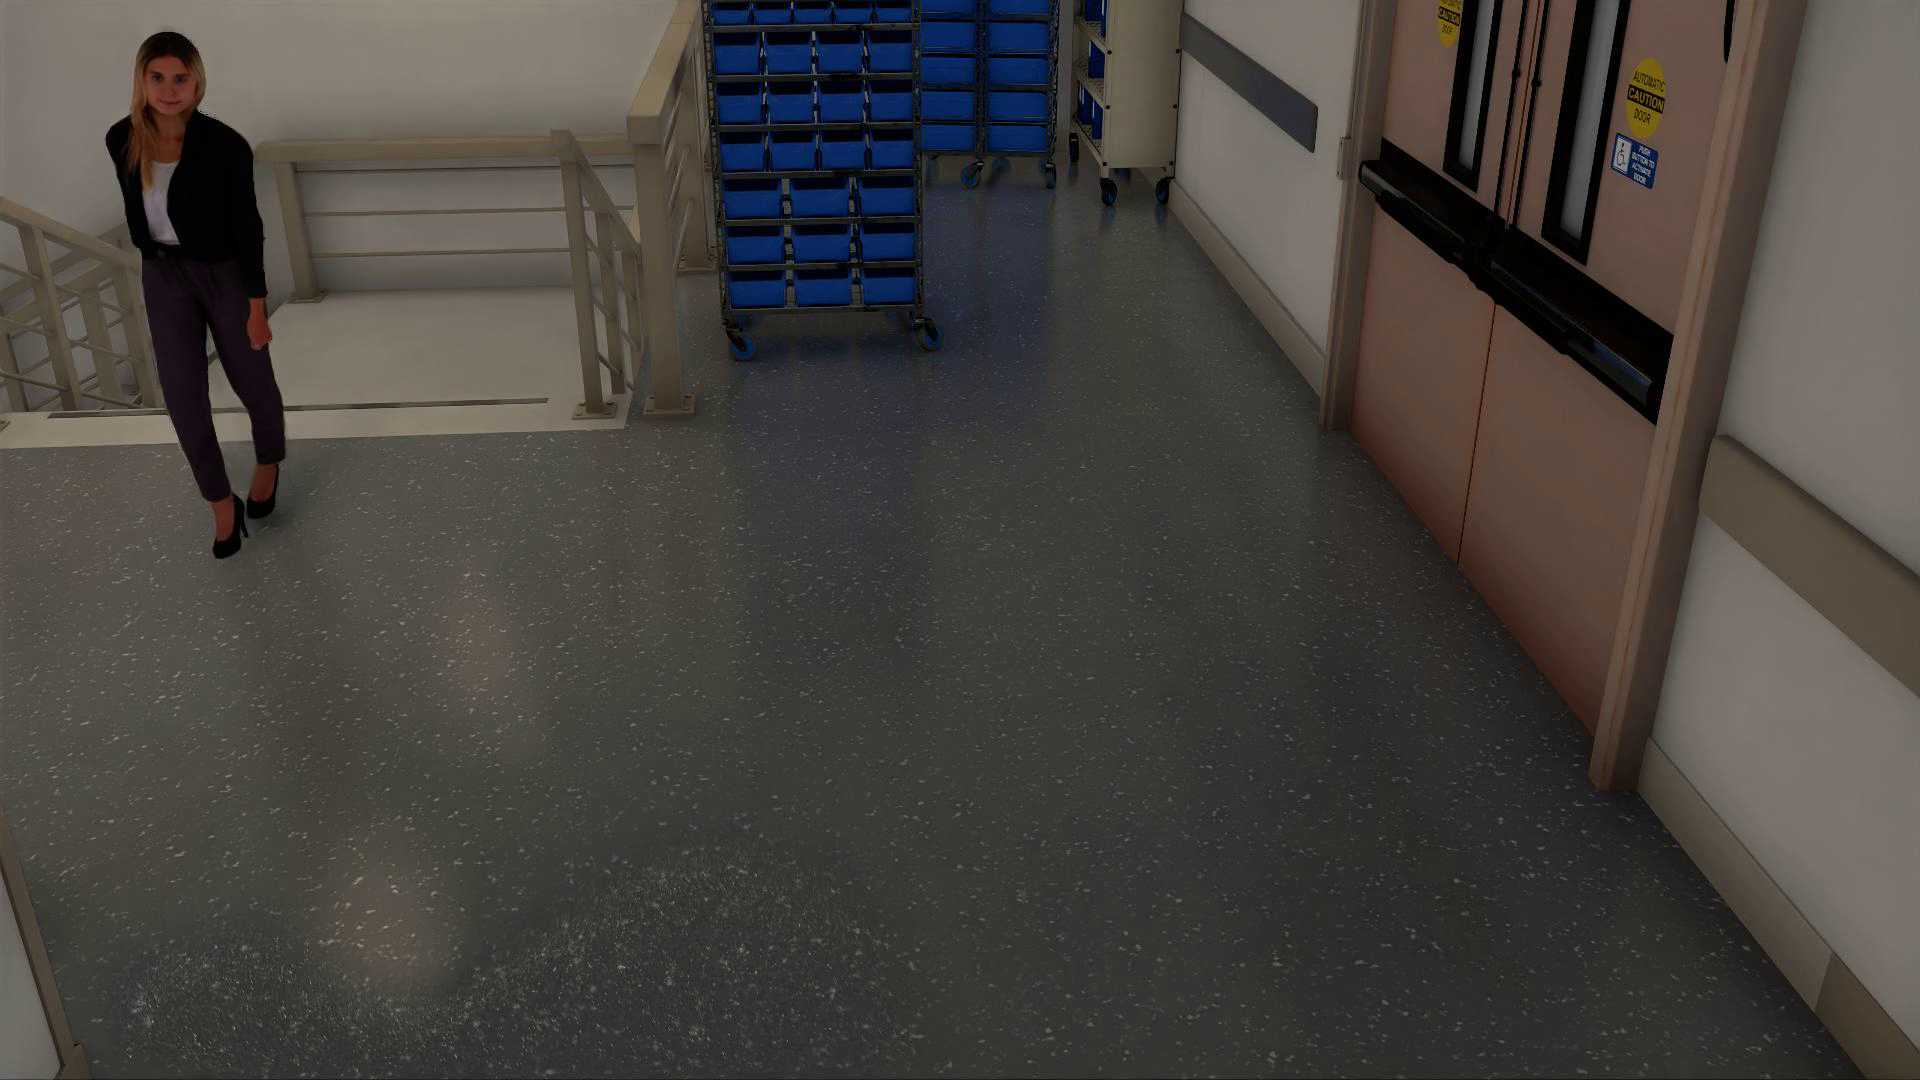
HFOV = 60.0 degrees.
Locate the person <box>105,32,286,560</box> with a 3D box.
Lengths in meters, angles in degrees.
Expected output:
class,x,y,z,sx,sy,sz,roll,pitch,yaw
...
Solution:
class,x,y,z,sx,sy,sz,roll,pitch,yaw
person,-2.358,-0.765,5.244,0.629,1.625,0.775,2,26,5
